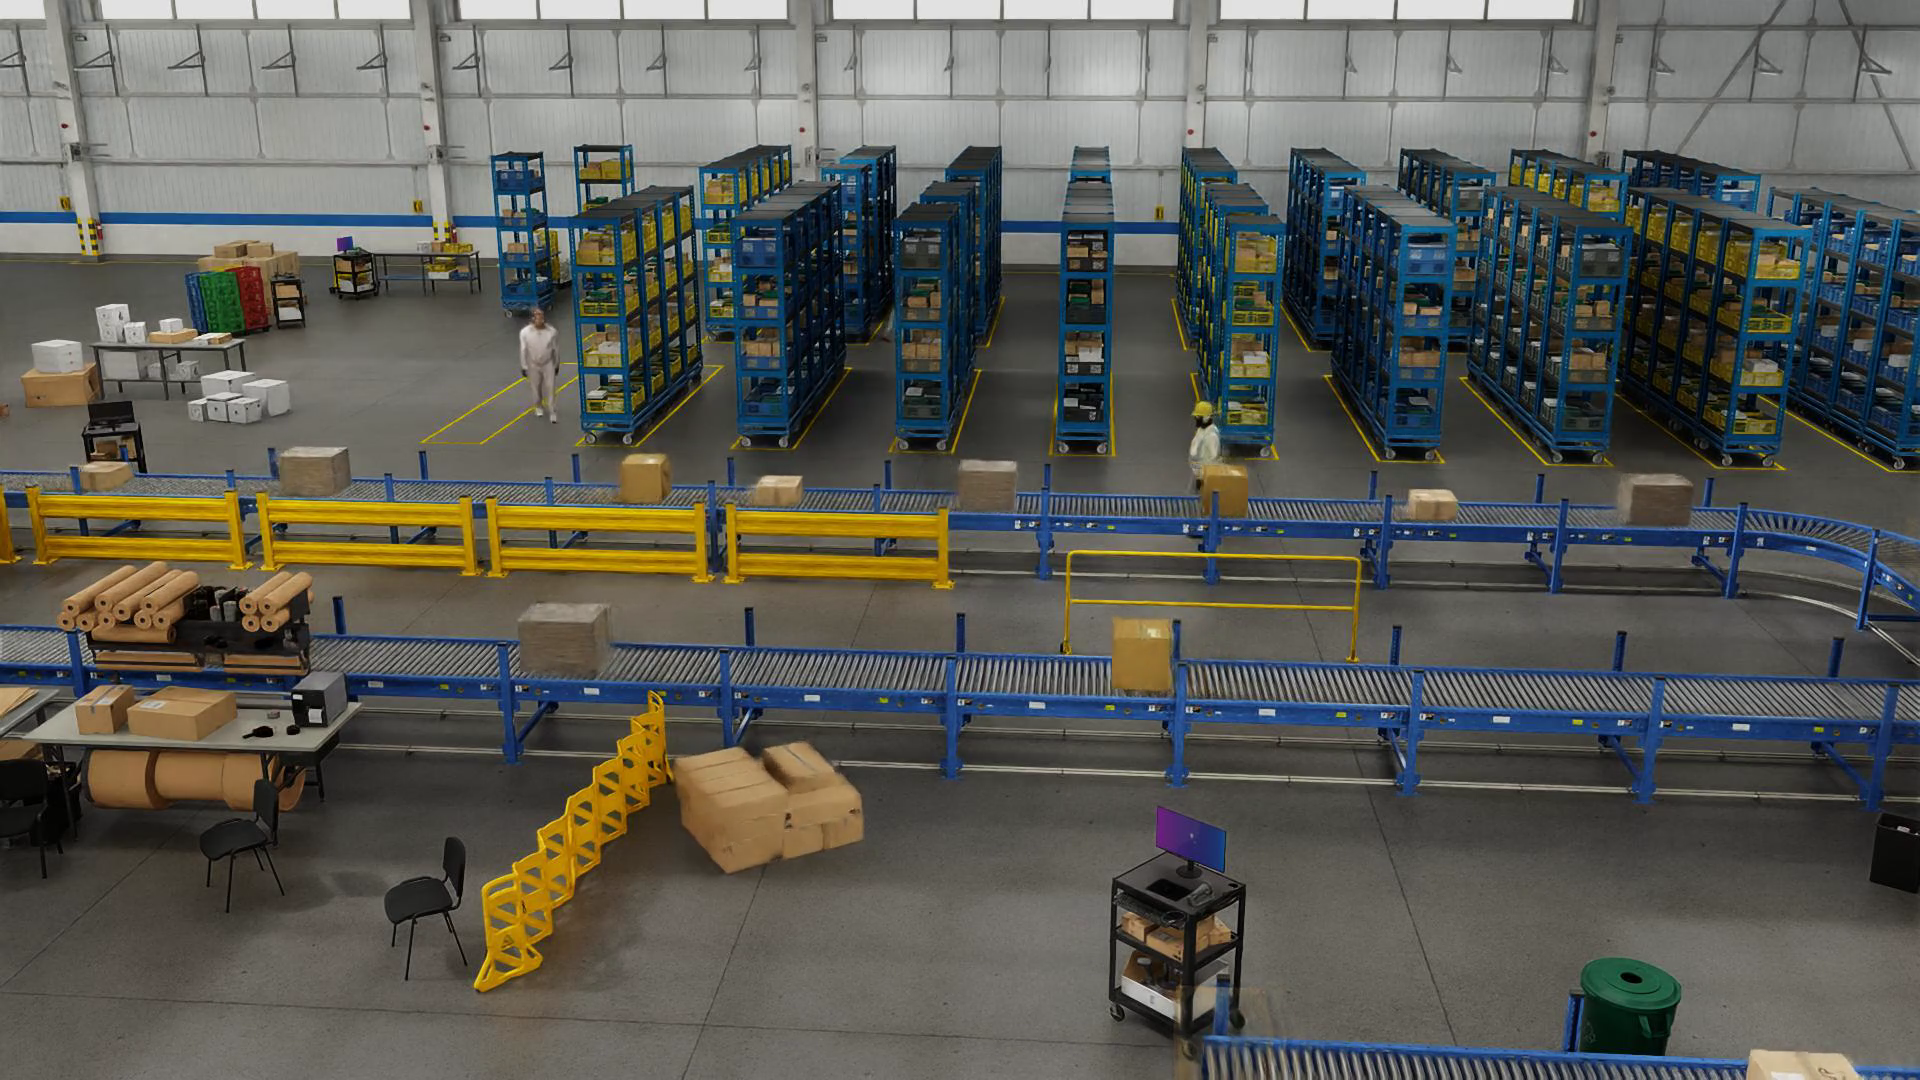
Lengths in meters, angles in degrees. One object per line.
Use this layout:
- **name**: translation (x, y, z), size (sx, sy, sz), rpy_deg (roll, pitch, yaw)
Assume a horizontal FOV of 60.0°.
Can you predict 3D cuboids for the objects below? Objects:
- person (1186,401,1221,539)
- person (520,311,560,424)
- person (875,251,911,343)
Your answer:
- **person**: translation (3.145, -0.897, 21.426), size (0.410, 1.817, 0.616), rpy_deg (-1, 18, -2)
- **person**: translation (-7.006, -2.919, 27.797), size (0.645, 1.862, 0.985), rpy_deg (-5, 18, -15)
- **person**: translation (-1.261, -4.983, 34.181), size (0.999, 1.933, 0.716), rpy_deg (9, 20, 26)
